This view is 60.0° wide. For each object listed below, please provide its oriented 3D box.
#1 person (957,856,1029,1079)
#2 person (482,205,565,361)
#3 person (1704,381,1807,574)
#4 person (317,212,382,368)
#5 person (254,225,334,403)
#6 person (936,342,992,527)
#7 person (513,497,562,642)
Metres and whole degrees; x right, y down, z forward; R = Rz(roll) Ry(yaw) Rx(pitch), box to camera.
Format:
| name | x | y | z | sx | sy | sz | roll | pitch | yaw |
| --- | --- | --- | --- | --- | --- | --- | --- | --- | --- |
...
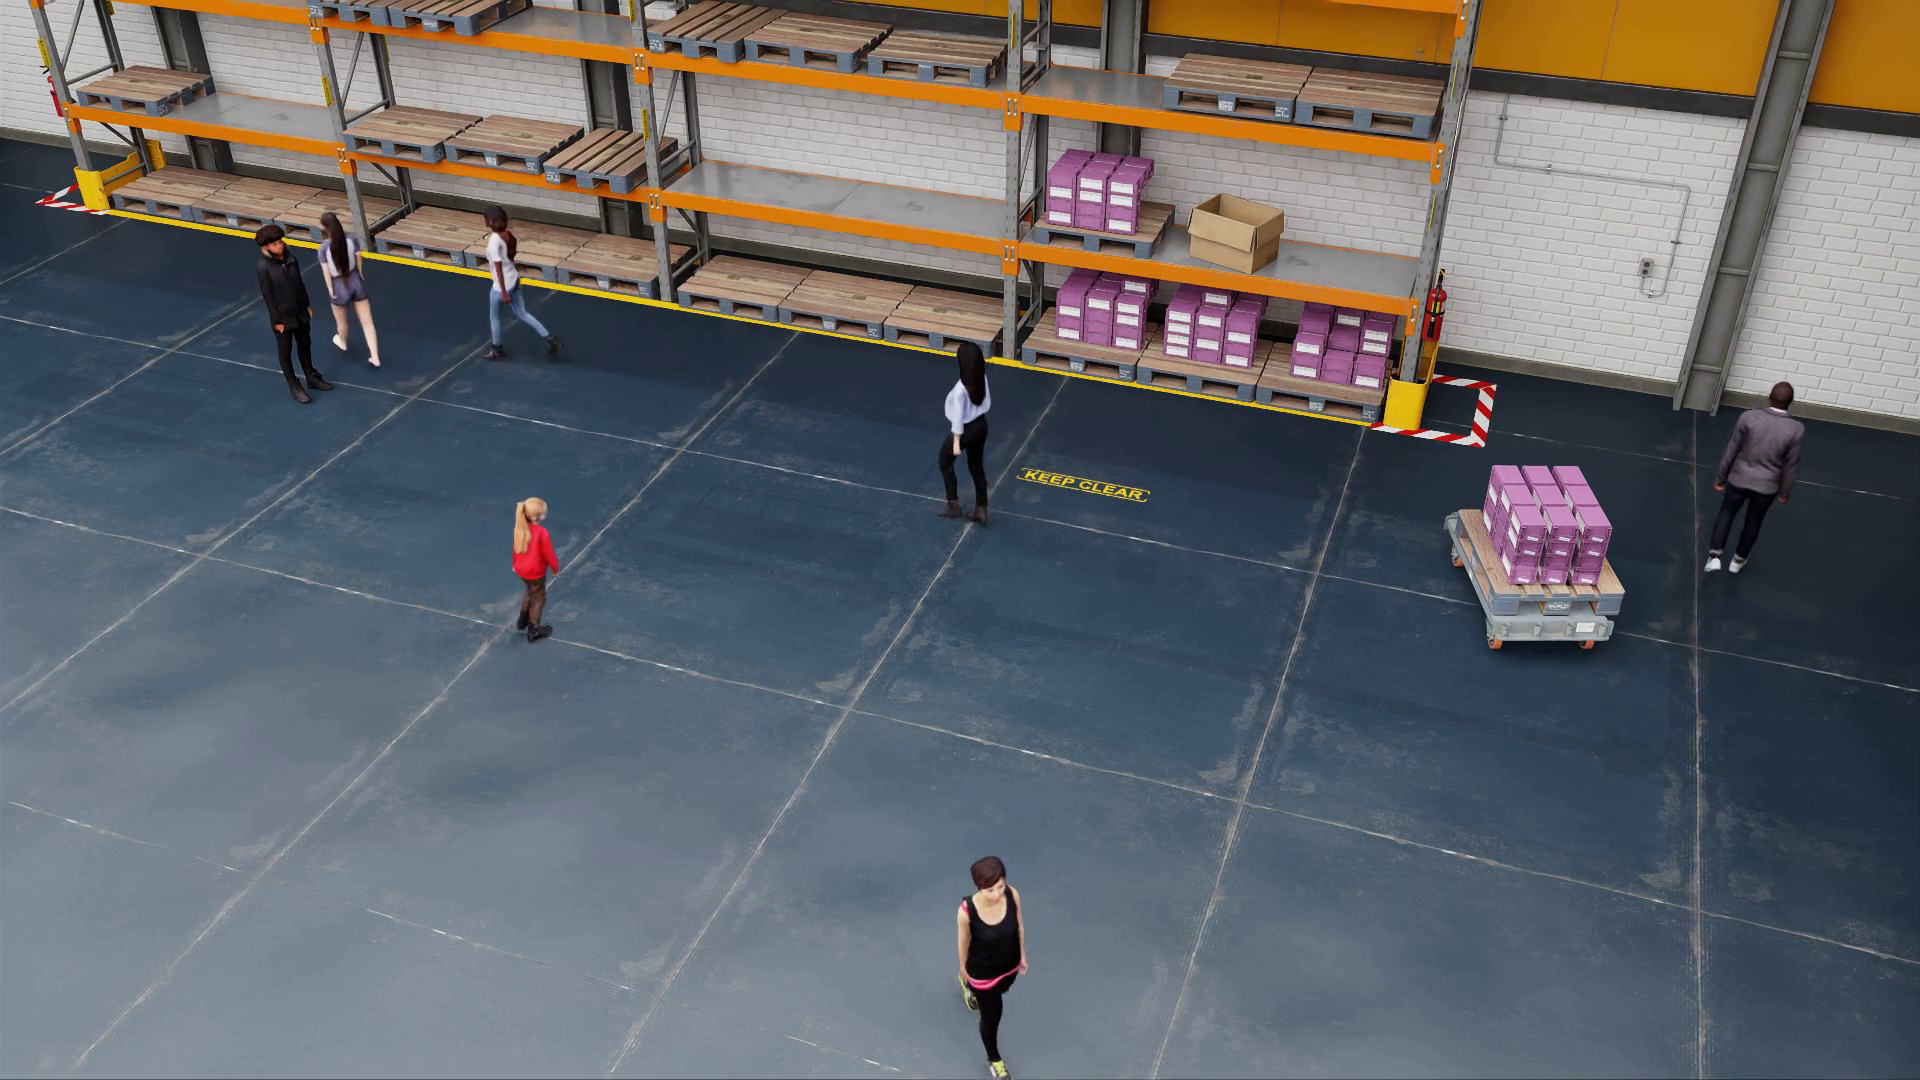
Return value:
| name | x | y | z | sx | sy | sz | roll | pitch | yaw |
| --- | --- | --- | --- | --- | --- | --- | --- | --- | --- |
| person | 0.159 | 2.350 | 9.524 | 0.932 | 1.525 | 1.036 | -18 | 38 | -25 |
| person | -4.481 | -2.548 | 16.745 | 1.148 | 1.689 | 0.723 | 6 | 34 | 9 |
| person | 6.414 | -0.444 | 13.473 | 0.910 | 1.807 | 0.919 | 21 | 39 | 28 |
| person | -6.106 | -2.481 | 16.710 | 0.918 | 1.617 | 1.088 | -23 | 40 | -31 |
| person | -6.546 | -2.232 | 16.187 | 0.656 | 1.781 | 0.667 | 19 | 38 | 26 |
| person | 0.141 | -0.862 | 14.168 | 0.779 | 1.734 | 0.763 | 22 | 39 | 29 |
| person | -3.354 | 0.238 | 12.943 | 0.522 | 1.257 | 0.651 | 13 | 36 | 18 |
